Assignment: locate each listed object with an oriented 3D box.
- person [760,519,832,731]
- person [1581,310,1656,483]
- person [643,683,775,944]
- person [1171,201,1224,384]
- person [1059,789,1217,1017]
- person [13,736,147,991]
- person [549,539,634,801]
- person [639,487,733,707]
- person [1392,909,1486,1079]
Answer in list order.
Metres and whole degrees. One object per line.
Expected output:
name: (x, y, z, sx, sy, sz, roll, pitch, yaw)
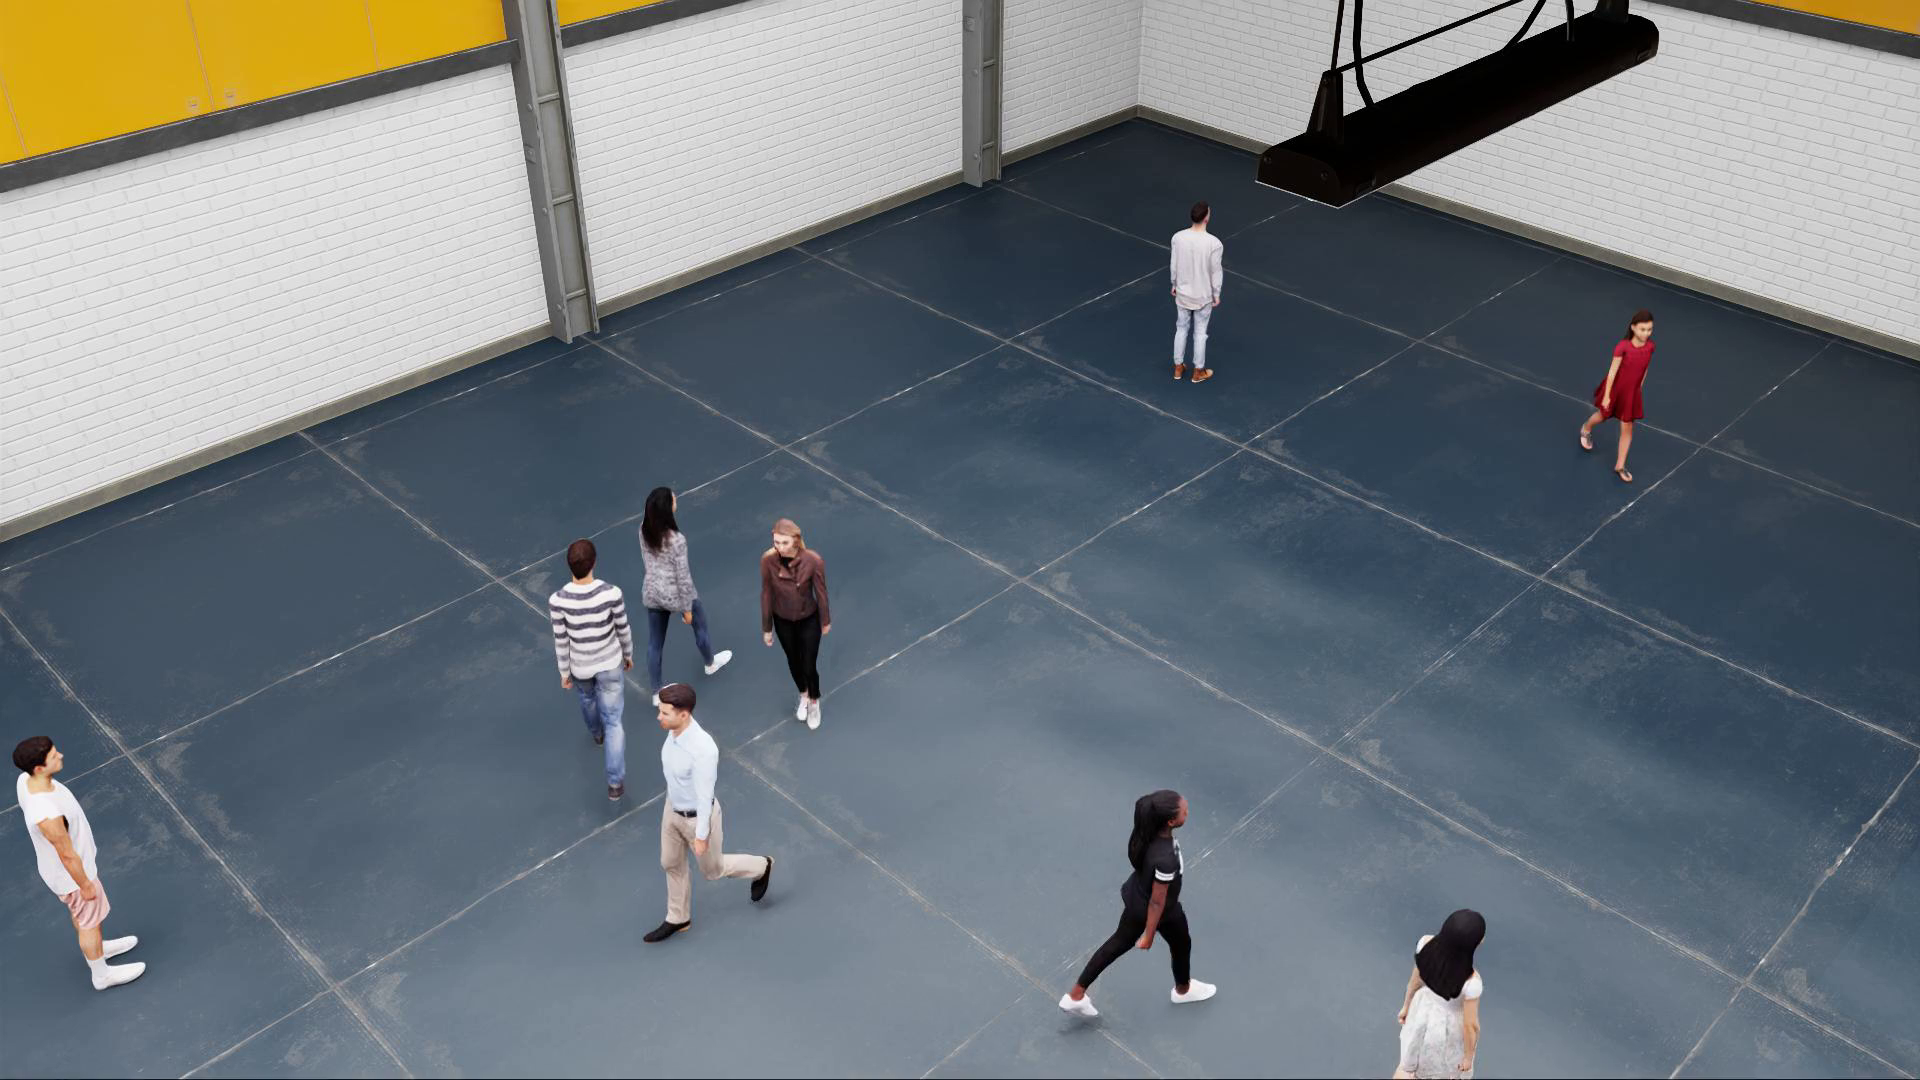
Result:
person: (-1.130, 0.518, 11.659, 0.728, 1.688, 0.768, 4, 34, 6)
person: (5.794, -1.352, 14.625, 1.036, 1.519, 1.016, -3, 34, -4)
person: (-1.526, 1.605, 9.897, 1.115, 1.829, 0.681, -24, 41, -32)
person: (2.247, -2.376, 15.875, 0.739, 1.841, 0.665, 18, 38, 25)
person: (0.992, 2.077, 9.310, 1.275, 1.692, 1.020, -9, 35, -14)
person: (-5.138, 1.854, 9.564, 0.600, 1.784, 0.648, -23, 40, -30)
person: (-2.402, 0.889, 10.997, 1.227, 1.804, 1.183, -5, 34, -7)
person: (-2.120, 0.442, 11.758, 0.796, 1.705, 1.032, 17, 37, 24)
person: (2.371, 2.568, 8.509, 0.876, 1.761, 0.727, -19, 38, -26)
